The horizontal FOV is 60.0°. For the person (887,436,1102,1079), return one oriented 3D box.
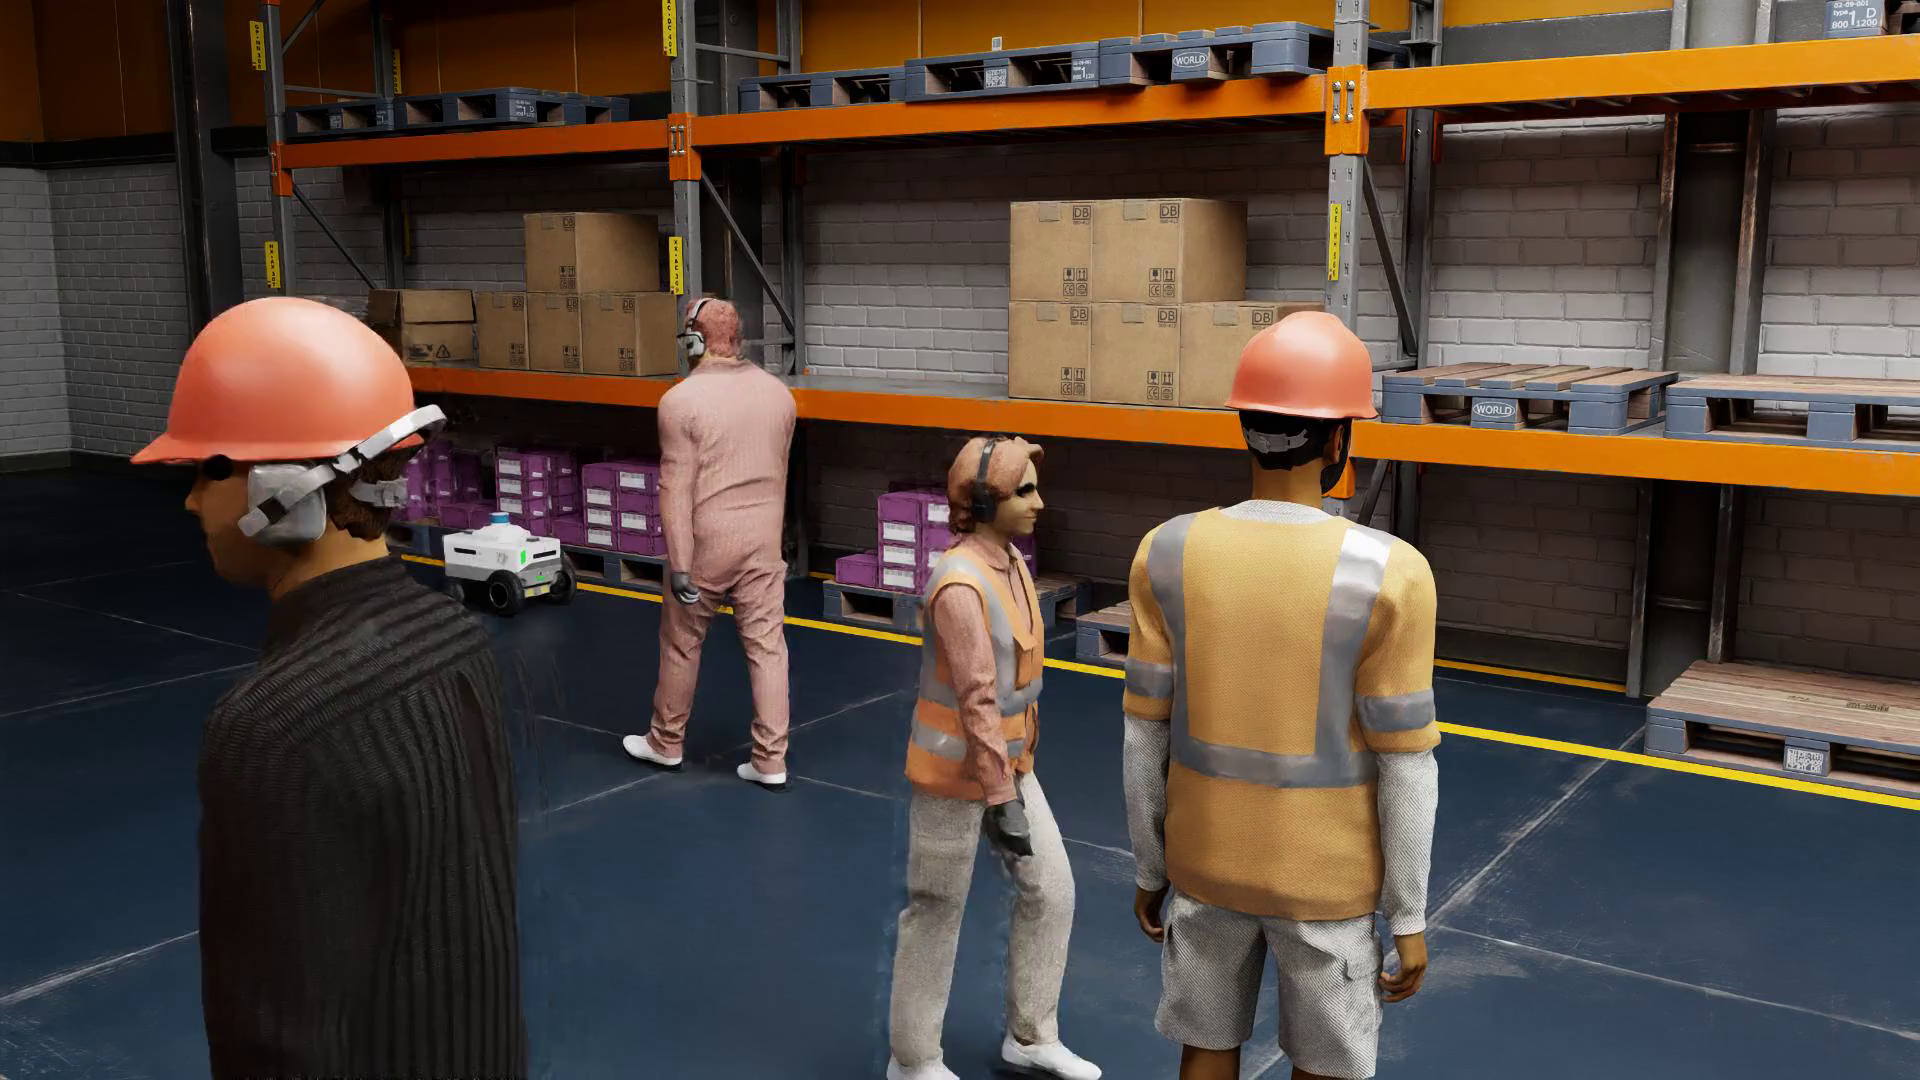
[{"bbox_3d":[0.104,0.569,3.916,0.634,1.620,0.520,4,10,21],"label":"person"}]

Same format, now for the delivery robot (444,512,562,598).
[{"bbox_3d":[-2.671,0.081,9.694,0.707,0.478,0.477,6,11,32],"label":"delivery robot"}]

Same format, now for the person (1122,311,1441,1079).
[{"bbox_3d":[0.565,0.573,2.936,0.552,1.935,0.373,6,11,30],"label":"person"}]

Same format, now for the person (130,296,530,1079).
[{"bbox_3d":[-0.683,0.713,1.962,0.469,1.981,0.646,0,10,3],"label":"person"}]

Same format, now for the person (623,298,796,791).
[{"bbox_3d":[-0.971,0.007,6.481,0.664,1.869,0.886,-9,13,-42],"label":"person"}]
